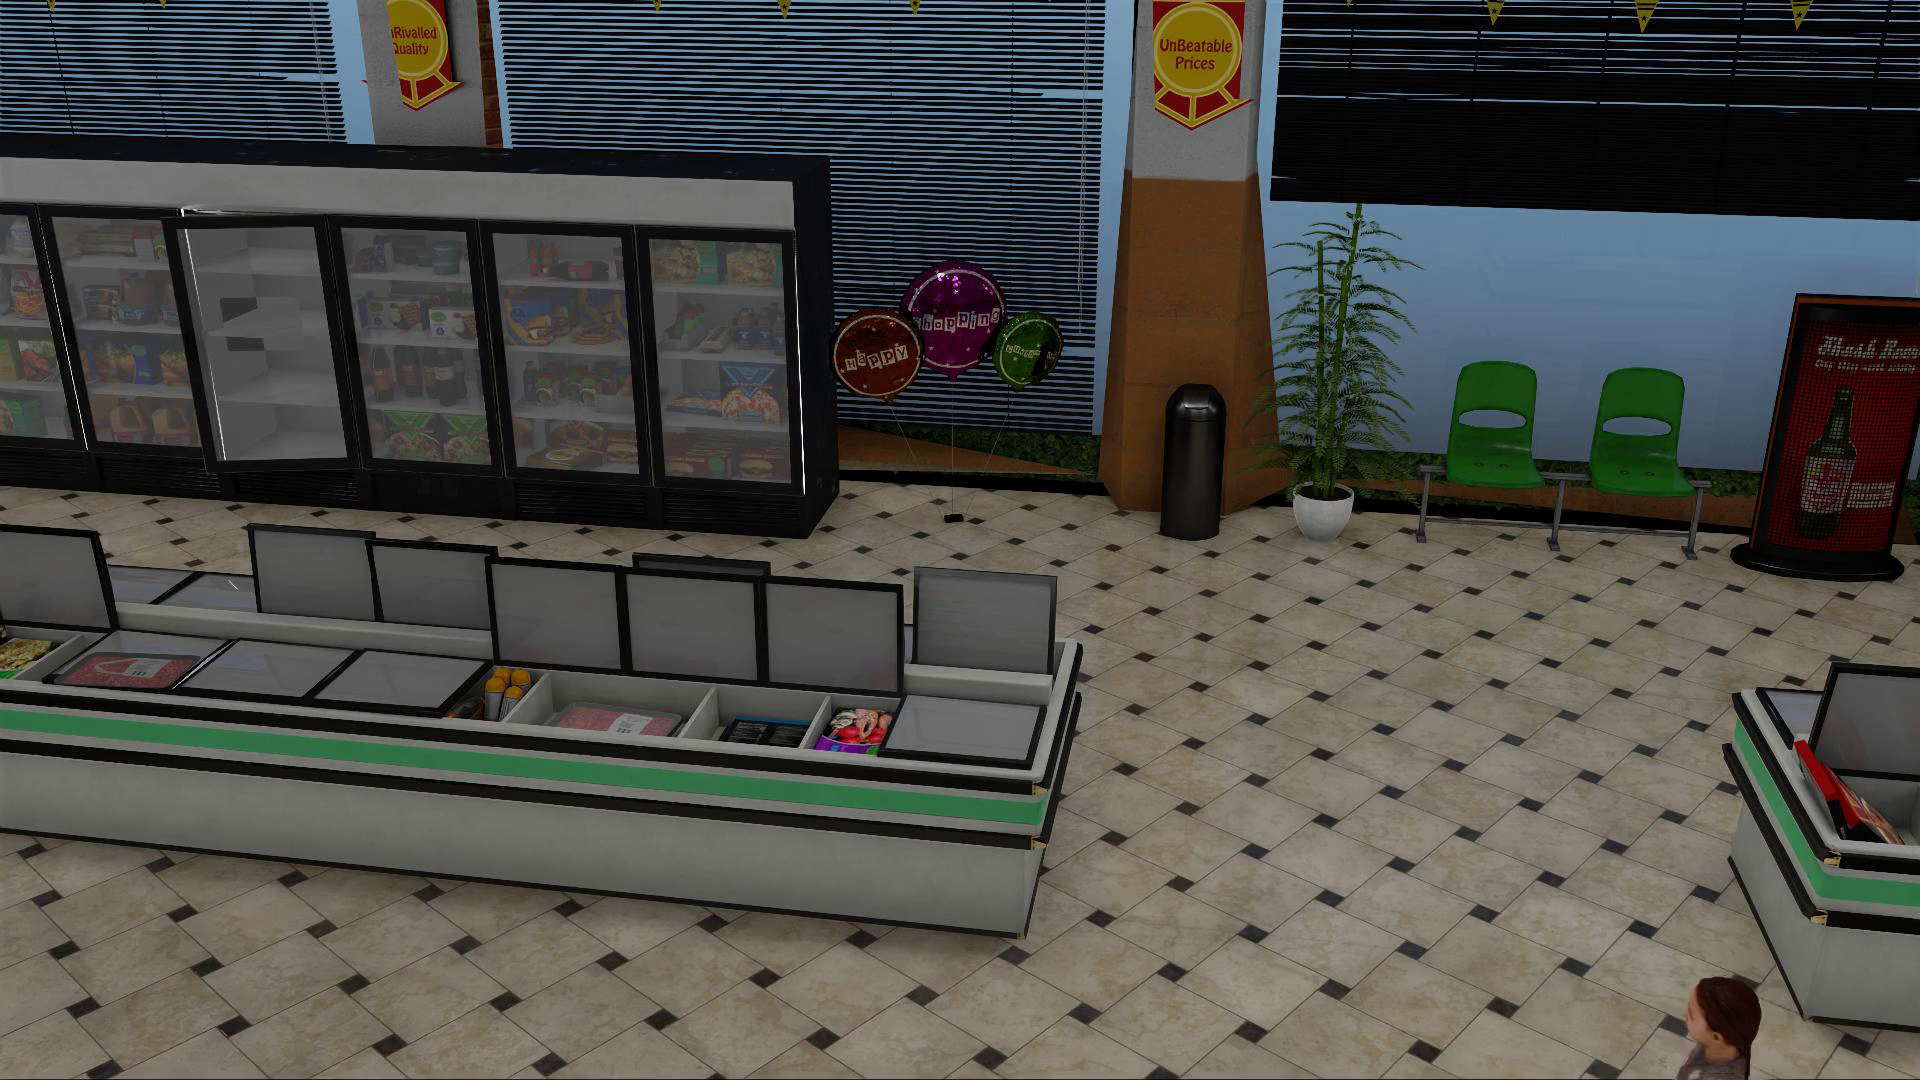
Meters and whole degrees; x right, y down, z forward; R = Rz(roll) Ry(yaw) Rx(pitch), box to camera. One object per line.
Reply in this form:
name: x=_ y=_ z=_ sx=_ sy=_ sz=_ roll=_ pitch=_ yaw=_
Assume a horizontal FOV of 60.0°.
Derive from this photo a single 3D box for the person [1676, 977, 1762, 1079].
person: x=2.154 y=1.777 z=4.728 sx=0.552 sy=1.188 sz=0.534 roll=11 pitch=24 yaw=25
